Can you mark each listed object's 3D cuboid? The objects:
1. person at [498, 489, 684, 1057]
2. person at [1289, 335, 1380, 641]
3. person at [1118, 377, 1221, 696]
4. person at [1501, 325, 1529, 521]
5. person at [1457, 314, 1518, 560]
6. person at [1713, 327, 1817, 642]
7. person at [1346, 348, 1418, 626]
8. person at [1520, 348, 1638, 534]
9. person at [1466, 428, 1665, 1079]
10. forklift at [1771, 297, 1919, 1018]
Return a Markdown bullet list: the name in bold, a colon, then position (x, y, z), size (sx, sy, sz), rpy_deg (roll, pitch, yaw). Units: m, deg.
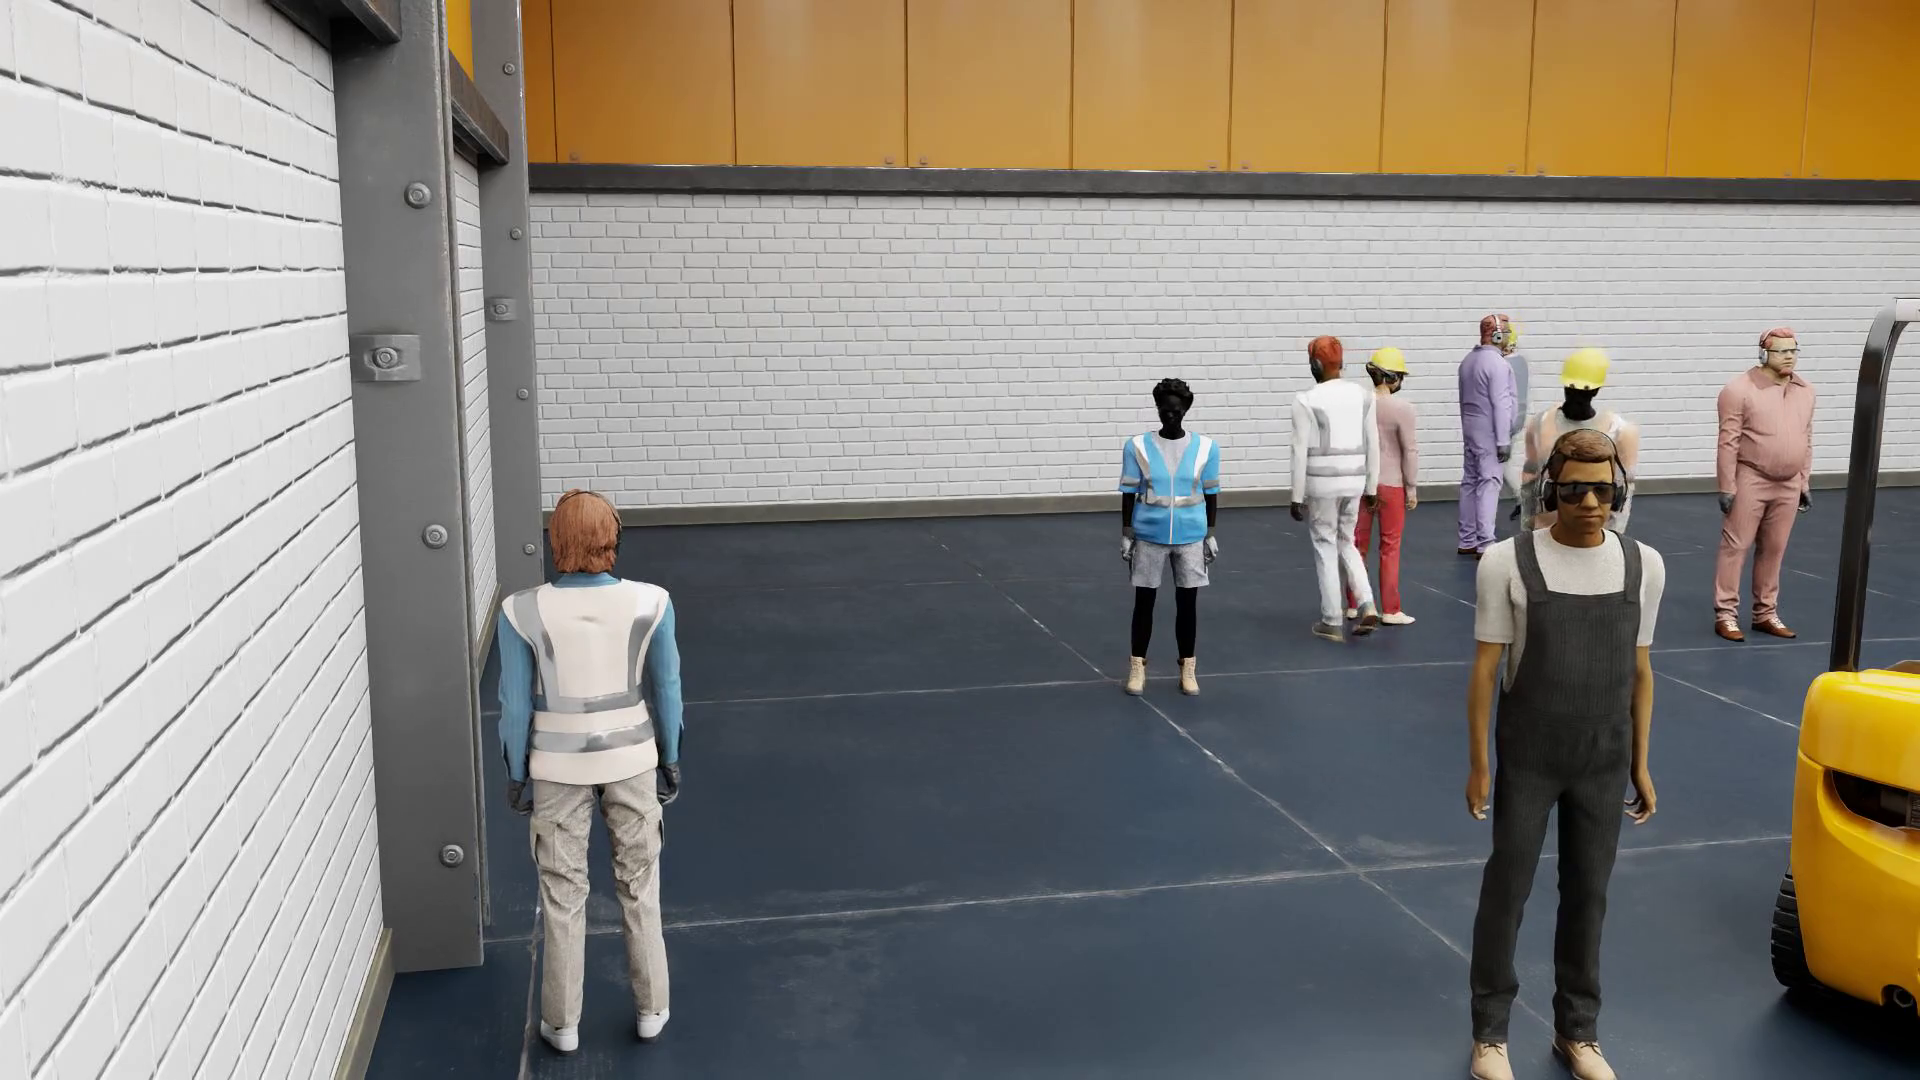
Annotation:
- **person**: position (-1.055, 0.672, 4.798), size (0.522, 1.640, 0.306), rpy_deg (-3, 10, -18)
- **person**: position (2.277, -0.300, 10.041), size (0.604, 1.862, 0.463), rpy_deg (-4, 10, -21)
- **person**: position (1.105, -0.013, 8.797), size (0.540, 1.697, 0.317), rpy_deg (1, 9, 3)
- **person**: position (4.730, -1.011, 14.623), size (0.612, 1.790, 0.531), rpy_deg (-9, 13, -43)
- **person**: position (4.124, -0.797, 12.937), size (0.404, 1.911, 0.636), rpy_deg (-1, 9, -8)
- **person**: position (4.919, -0.336, 10.131), size (0.643, 1.910, 0.399), rpy_deg (-2, 10, -12)
- **person**: position (2.679, -0.338, 10.587), size (0.329, 1.763, 0.523), rpy_deg (-9, 13, -43)
- **person**: position (3.137, -0.047, 8.495), size (0.593, 1.875, 0.933), rpy_deg (7, 12, 36)
- **person**: position (1.649, 0.608, 4.564), size (0.517, 1.843, 0.325), rpy_deg (0, 9, 0)
- **forklift**: position (3.542, 0.334, 5.177), size (2.313, 2.155, 1.214), rpy_deg (-9, 13, -43)
